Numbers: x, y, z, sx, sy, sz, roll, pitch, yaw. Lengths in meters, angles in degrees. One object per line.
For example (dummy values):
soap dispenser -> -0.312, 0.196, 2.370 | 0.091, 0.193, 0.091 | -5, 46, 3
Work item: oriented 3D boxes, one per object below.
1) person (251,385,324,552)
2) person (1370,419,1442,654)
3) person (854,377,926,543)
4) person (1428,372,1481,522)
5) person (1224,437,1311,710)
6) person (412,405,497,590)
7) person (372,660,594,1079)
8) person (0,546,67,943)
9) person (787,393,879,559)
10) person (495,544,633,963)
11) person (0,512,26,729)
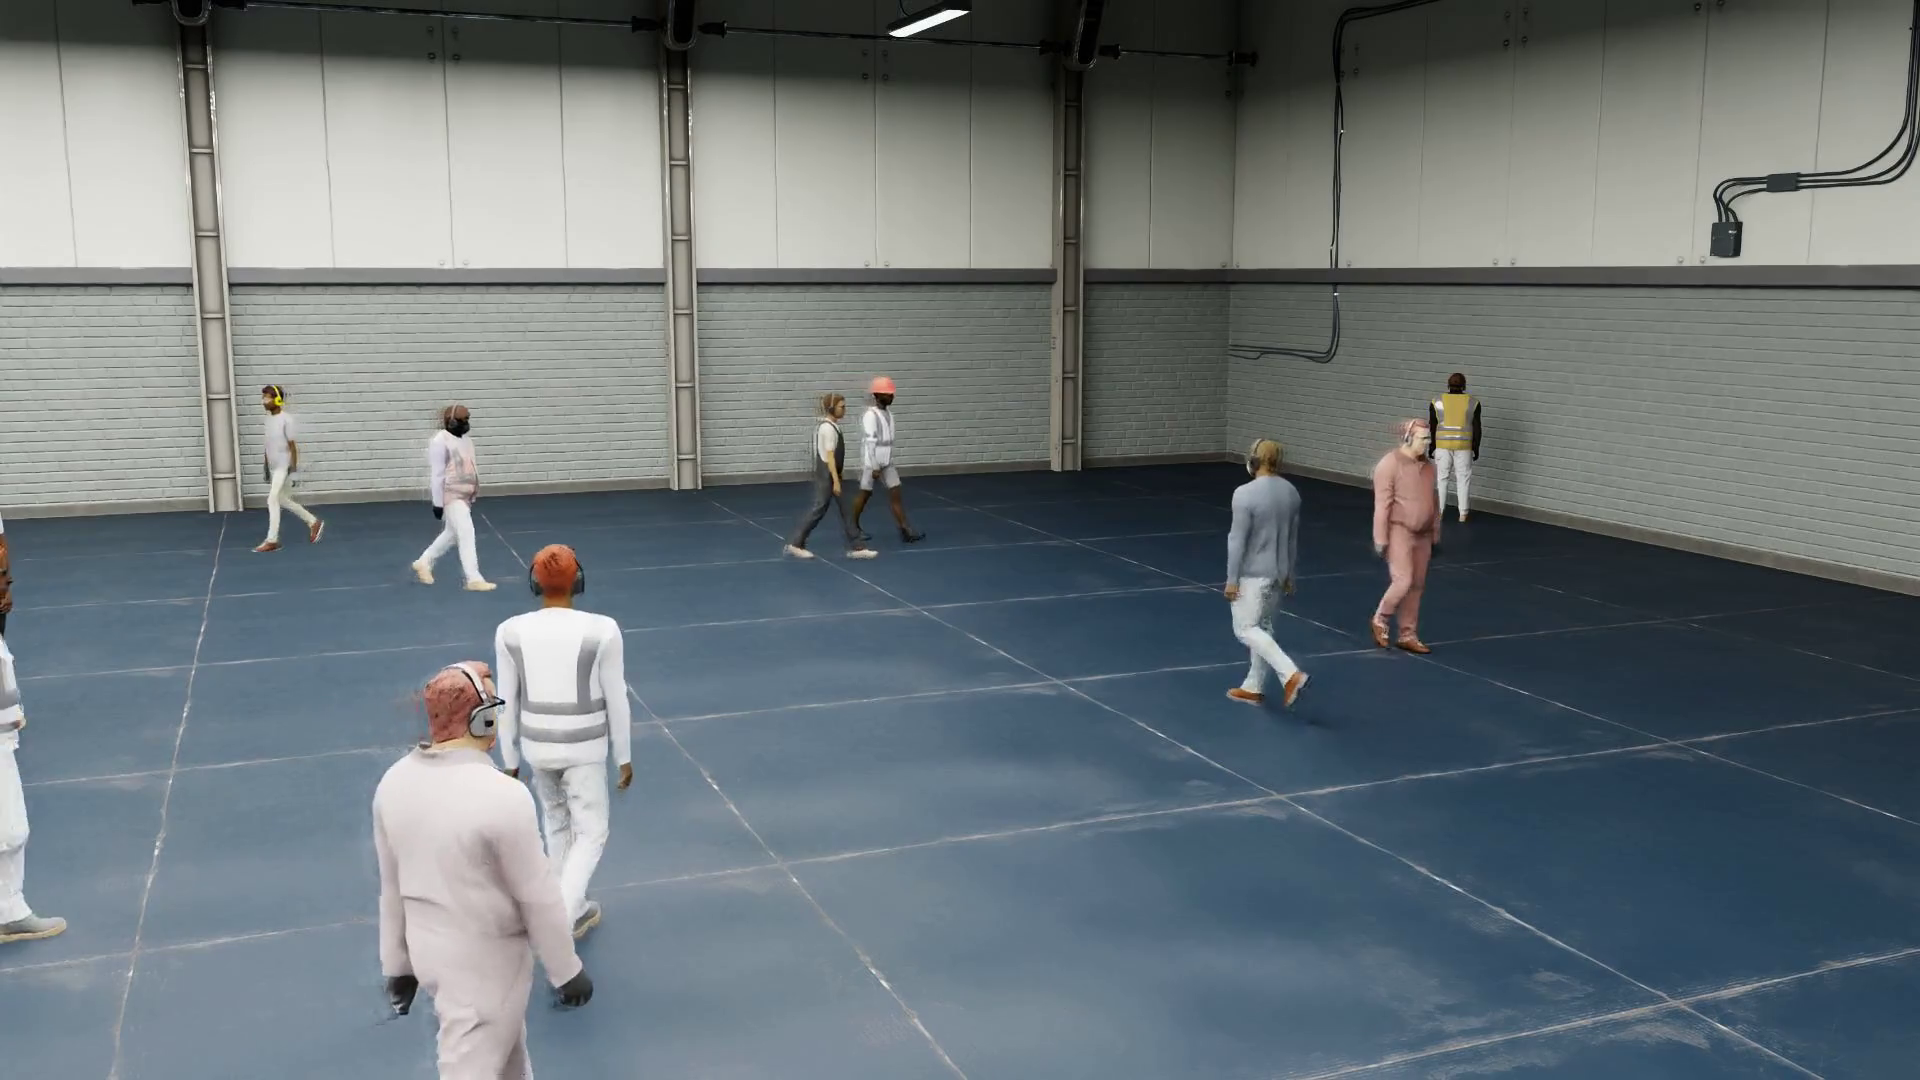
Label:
person -> -7.502, -0.809, 18.462 | 0.518, 1.836, 0.842 | 7, 12, 38
person -> 3.605, -0.027, 13.319 | 0.676, 1.893, 0.414 | -6, 11, -33
person -> -0.880, -0.897, 18.839 | 1.014, 1.883, 0.563 | 5, 10, 29
person -> 6.096, -1.145, 20.526 | 0.635, 1.842, 0.429 | 3, 9, 16
person -> 2.149, 0.250, 11.516 | 0.633, 1.923, 0.707 | -8, 12, -41
person -> -4.938, -0.413, 16.075 | 0.875, 1.808, 0.628 | 1, 9, 8
person -> -1.514, 1.301, 5.138 | 0.641, 1.866, 0.968 | 8, 12, 40
person -> -4.411, 0.931, 7.401 | 0.555, 1.867, 0.592 | -4, 10, -25
person -> -1.401, -0.673, 17.715 | 0.970, 1.802, 0.527 | 0, 9, 3
person -> -1.757, 0.945, 7.337 | 0.582, 1.863, 0.808 | 1, 9, 7
person -> -6.558, 0.284, 10.930 | 0.684, 2.000, 0.538 | -1, 9, -4
